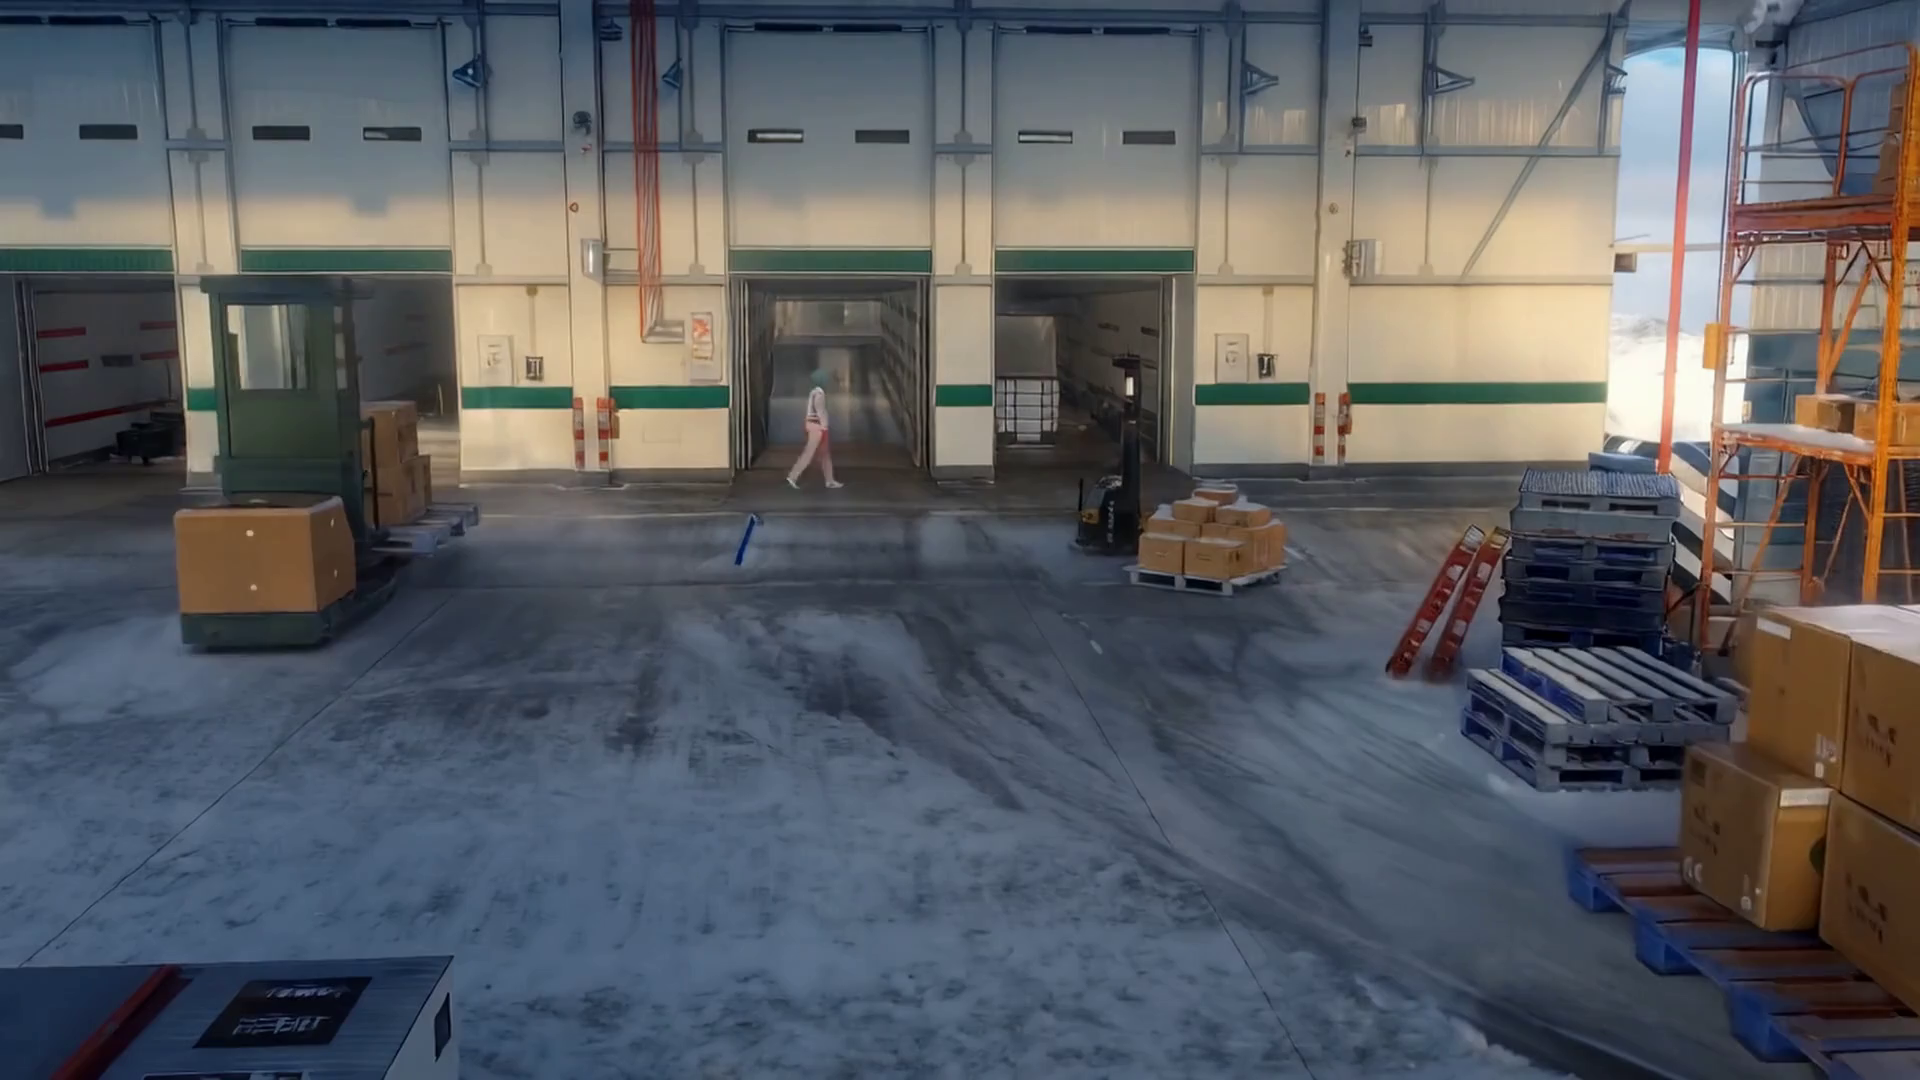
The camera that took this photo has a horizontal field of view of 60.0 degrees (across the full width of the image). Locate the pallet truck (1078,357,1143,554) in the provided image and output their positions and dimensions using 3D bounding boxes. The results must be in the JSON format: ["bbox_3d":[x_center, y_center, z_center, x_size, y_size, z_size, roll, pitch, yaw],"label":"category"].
[{"bbox_3d":[2.088,-0.836,16.757,1.885,1.965,0.823,2,9,13],"label":"pallet truck"}]

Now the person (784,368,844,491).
[{"bbox_3d":[-1.936,-1.449,21.806,0.754,1.613,0.529,-2,9,-12],"label":"person"}]

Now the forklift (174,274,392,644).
[{"bbox_3d":[-5.380,-0.700,13.143,1.129,2.768,1.873,-1,9,-4],"label":"forklift"}]
